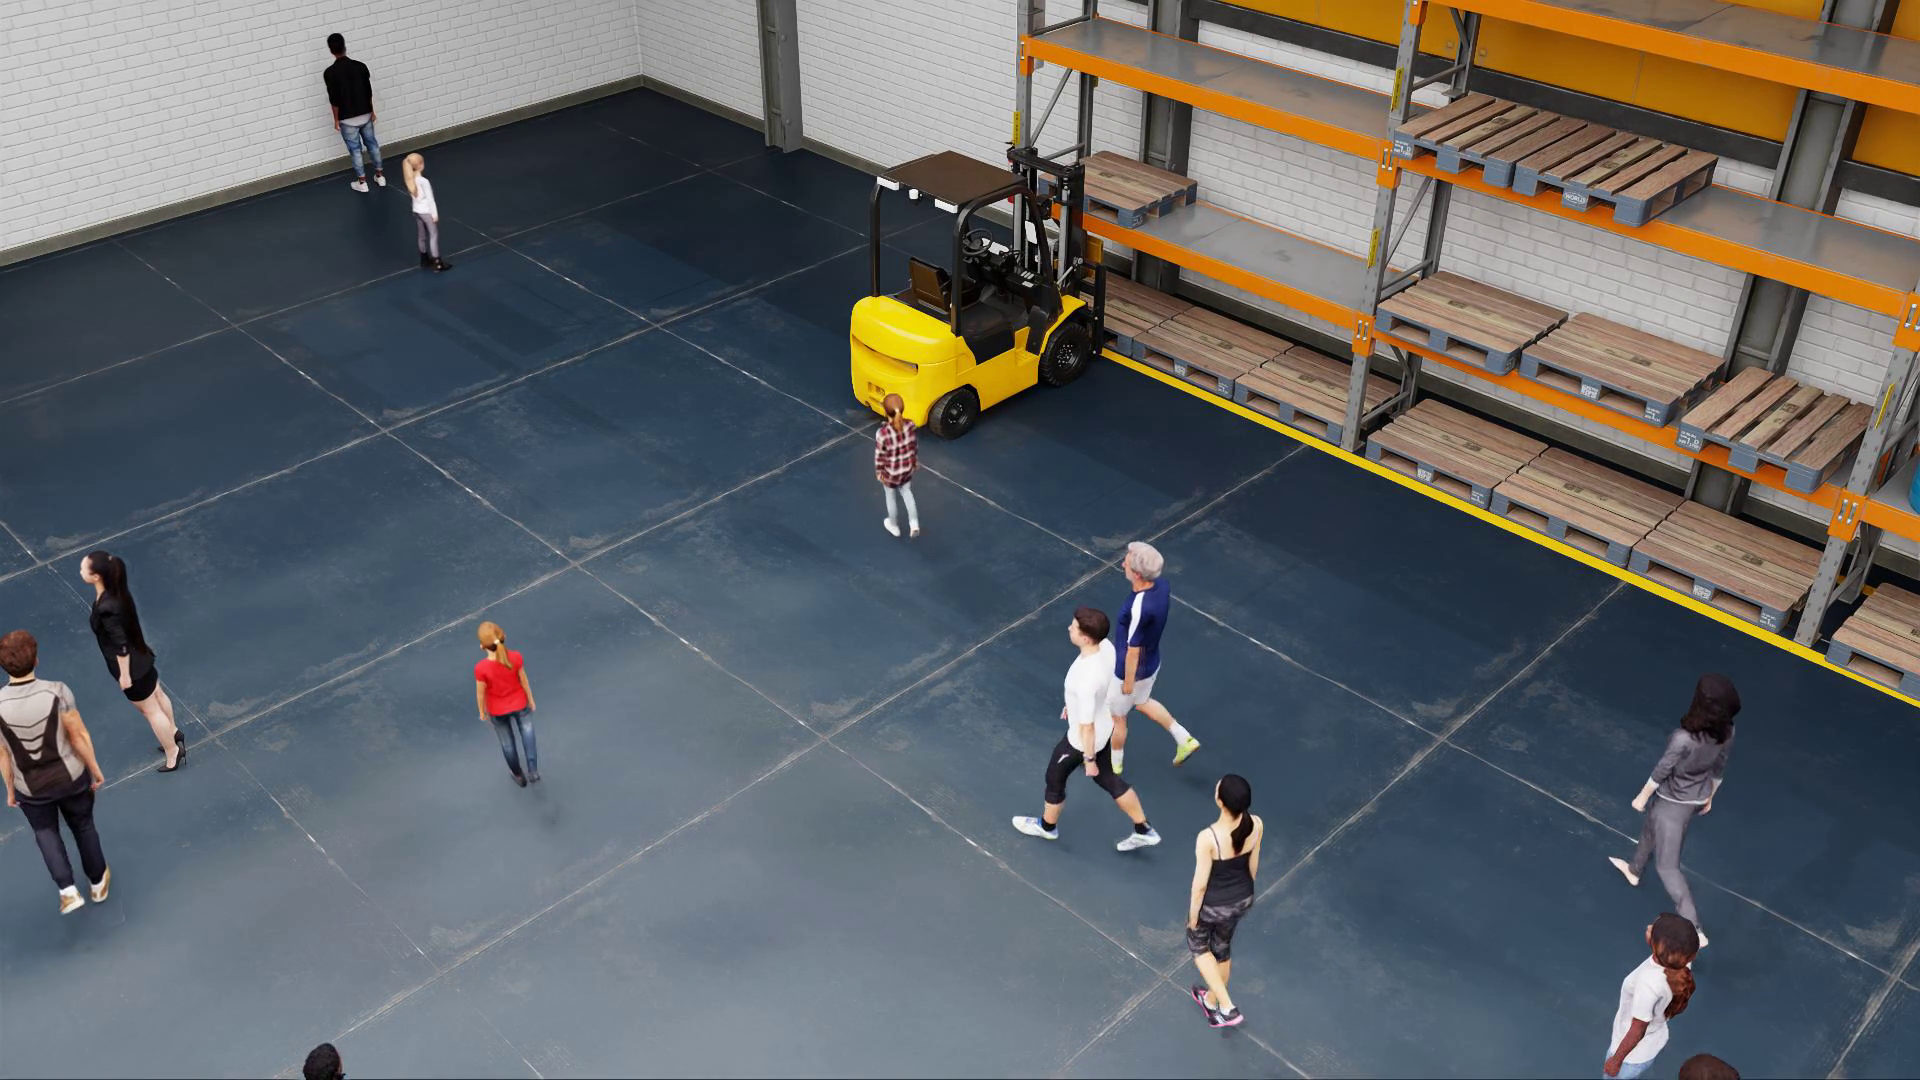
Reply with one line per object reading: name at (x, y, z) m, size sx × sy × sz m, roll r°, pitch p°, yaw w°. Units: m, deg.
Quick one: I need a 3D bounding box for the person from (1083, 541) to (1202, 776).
person at (1.198, 0.810, 10.617) m, size 1.107 × 1.818 × 0.889 m, roll 12°, pitch 35°, yaw 17°

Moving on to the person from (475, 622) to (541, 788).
person at (-2.877, 1.096, 10.650) m, size 0.580 × 1.305 × 0.635 m, roll -16°, pitch 37°, yaw -23°

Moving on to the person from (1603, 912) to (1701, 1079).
person at (3.330, 2.476, 8.200) m, size 0.533 × 1.719 × 0.597 m, roll 25°, pitch 41°, yaw 33°

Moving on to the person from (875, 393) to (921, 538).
person at (-0.467, -0.556, 13.139) m, size 0.642 × 1.300 × 0.755 m, roll -16°, pitch 37°, yaw -23°

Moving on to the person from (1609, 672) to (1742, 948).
person at (4.186, 1.576, 9.550) m, size 0.888 × 1.723 × 1.198 m, roll -13°, pitch 36°, yaw -19°

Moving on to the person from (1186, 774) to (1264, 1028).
person at (1.452, 2.008, 8.908) m, size 0.704 × 1.714 × 0.799 m, roll -14°, pitch 36°, yaw -20°

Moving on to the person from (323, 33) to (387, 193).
person at (-7.031, -4.960, 19.307) m, size 0.689 × 1.808 × 0.587 m, roll -27°, pitch 42°, yaw -34°

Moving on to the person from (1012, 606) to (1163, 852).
person at (0.863, 1.178, 10.051) m, size 1.271 × 1.833 × 0.956 m, roll 14°, pitch 36°, yaw 19°

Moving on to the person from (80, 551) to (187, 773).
person at (-5.347, 0.786, 10.764) m, size 0.737 × 1.696 × 0.614 m, roll -10°, pitch 35°, yaw -15°

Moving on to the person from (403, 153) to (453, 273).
person at (-5.653, -3.456, 17.524) m, size 0.478 × 1.277 × 0.583 m, roll 21°, pitch 39°, yaw 29°

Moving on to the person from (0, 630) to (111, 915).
person at (-5.273, 1.418, 9.656) m, size 0.805 × 1.870 × 0.903 m, roll -18°, pitch 38°, yaw -25°
